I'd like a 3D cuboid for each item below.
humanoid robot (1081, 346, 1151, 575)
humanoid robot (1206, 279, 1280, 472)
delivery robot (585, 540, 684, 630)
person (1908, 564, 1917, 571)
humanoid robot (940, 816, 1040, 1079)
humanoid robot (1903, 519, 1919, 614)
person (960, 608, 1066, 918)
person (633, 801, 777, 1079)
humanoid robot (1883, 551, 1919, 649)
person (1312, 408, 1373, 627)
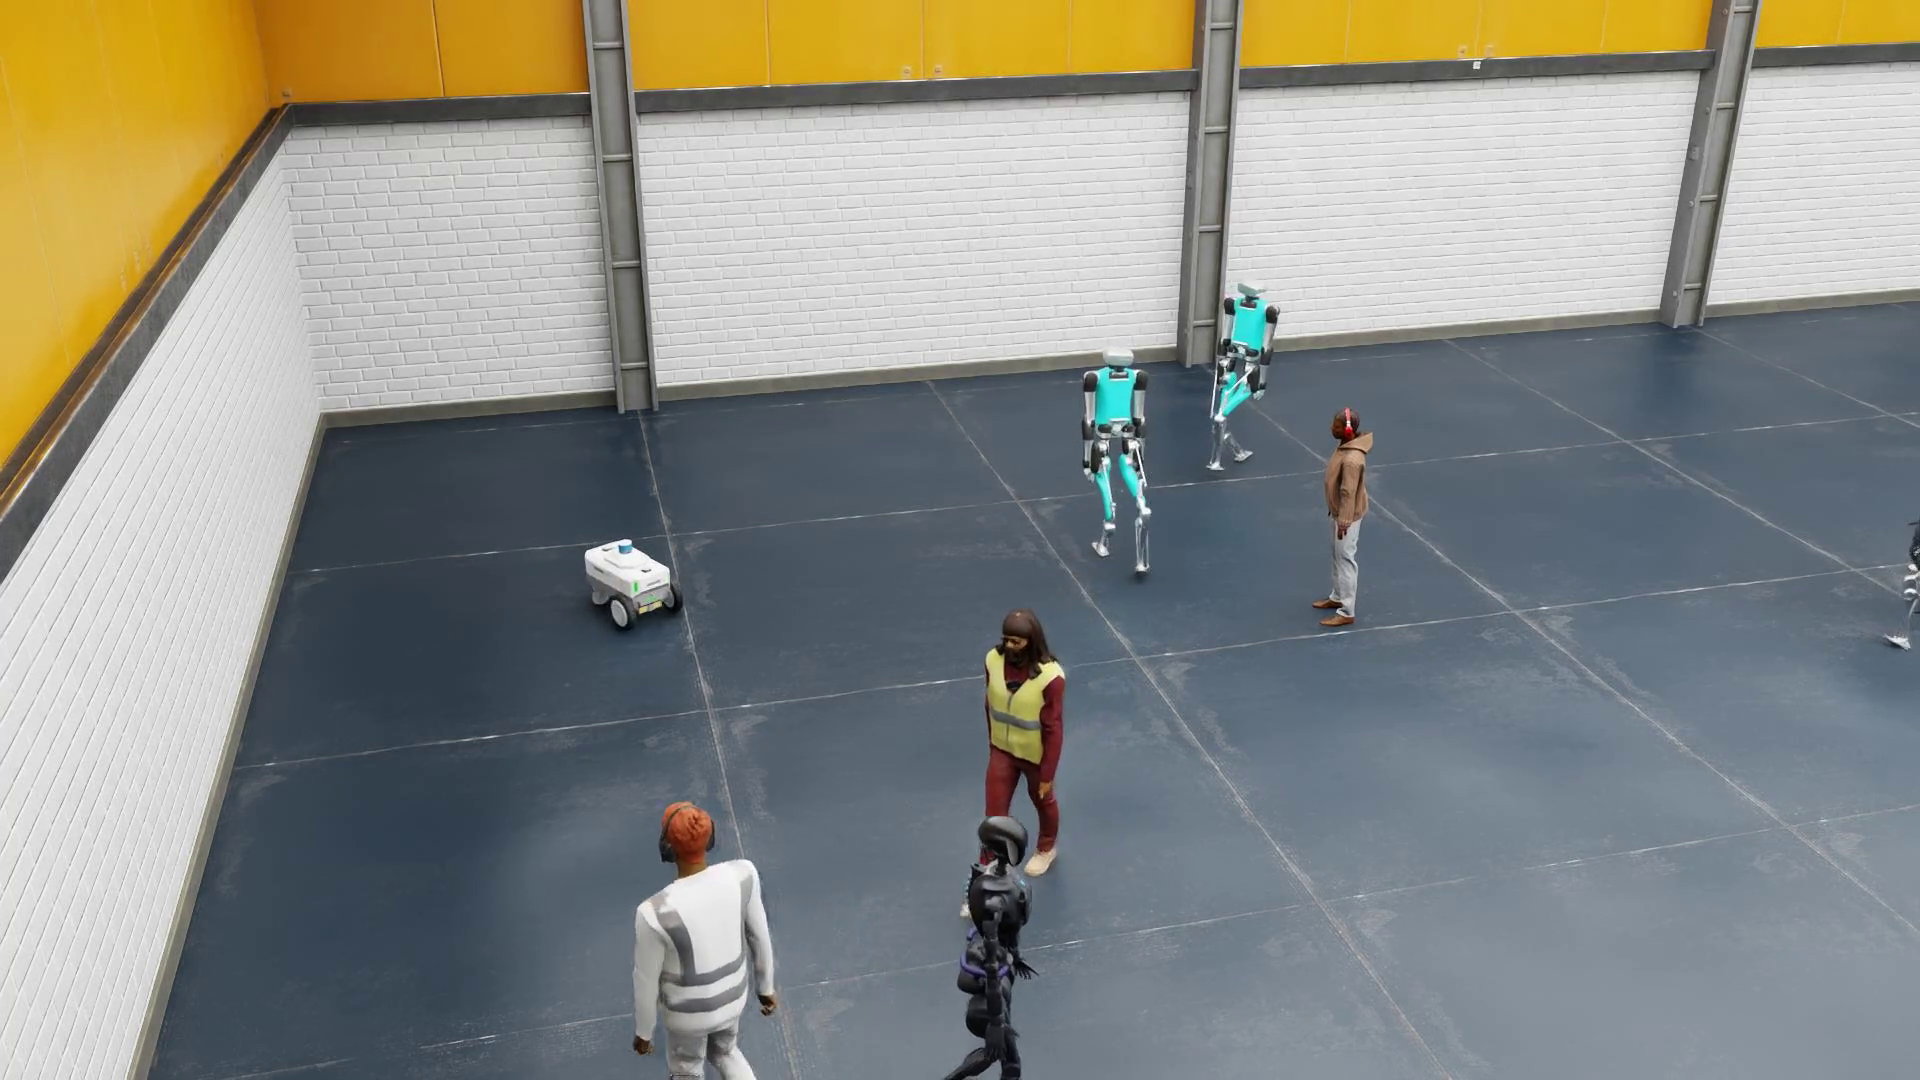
[{"bbox_3d":[1.290,-0.528,12.805,0.566,1.756,1.018,-7,25,-15],"label":"humanoid robot"},{"bbox_3d":[2.372,-1.373,14.732,0.532,1.760,1.032,18,29,35],"label":"humanoid robot"},{"bbox_3d":[-2.451,0.284,12.344,0.520,0.582,0.732,-21,32,-40],"label":"delivery robot"},{"bbox_3d":[7.632,-0.504,12.658,0.333,1.760,0.526,-6,24,-13],"label":"person"},{"bbox_3d":[0.085,1.915,7.276,0.552,1.625,0.593,4,24,9],"label":"humanoid robot"},{"bbox_3d":[7.144,-0.234,12.162,0.407,1.637,0.613,16,29,32],"label":"humanoid robot"},{"bbox_3d":[0.314,1.170,8.899,0.492,1.716,0.918,13,27,26],"label":"person"},{"bbox_3d":[-1.031,1.954,6.939,0.603,1.866,0.522,-20,31,-38],"label":"person"},{"bbox_3d":[6.835,0.046,11.462,0.876,1.794,0.545,9,25,20],"label":"humanoid robot"},{"bbox_3d":[2.783,-0.173,12.046,0.315,1.645,0.460,1,24,2],"label":"person"}]
